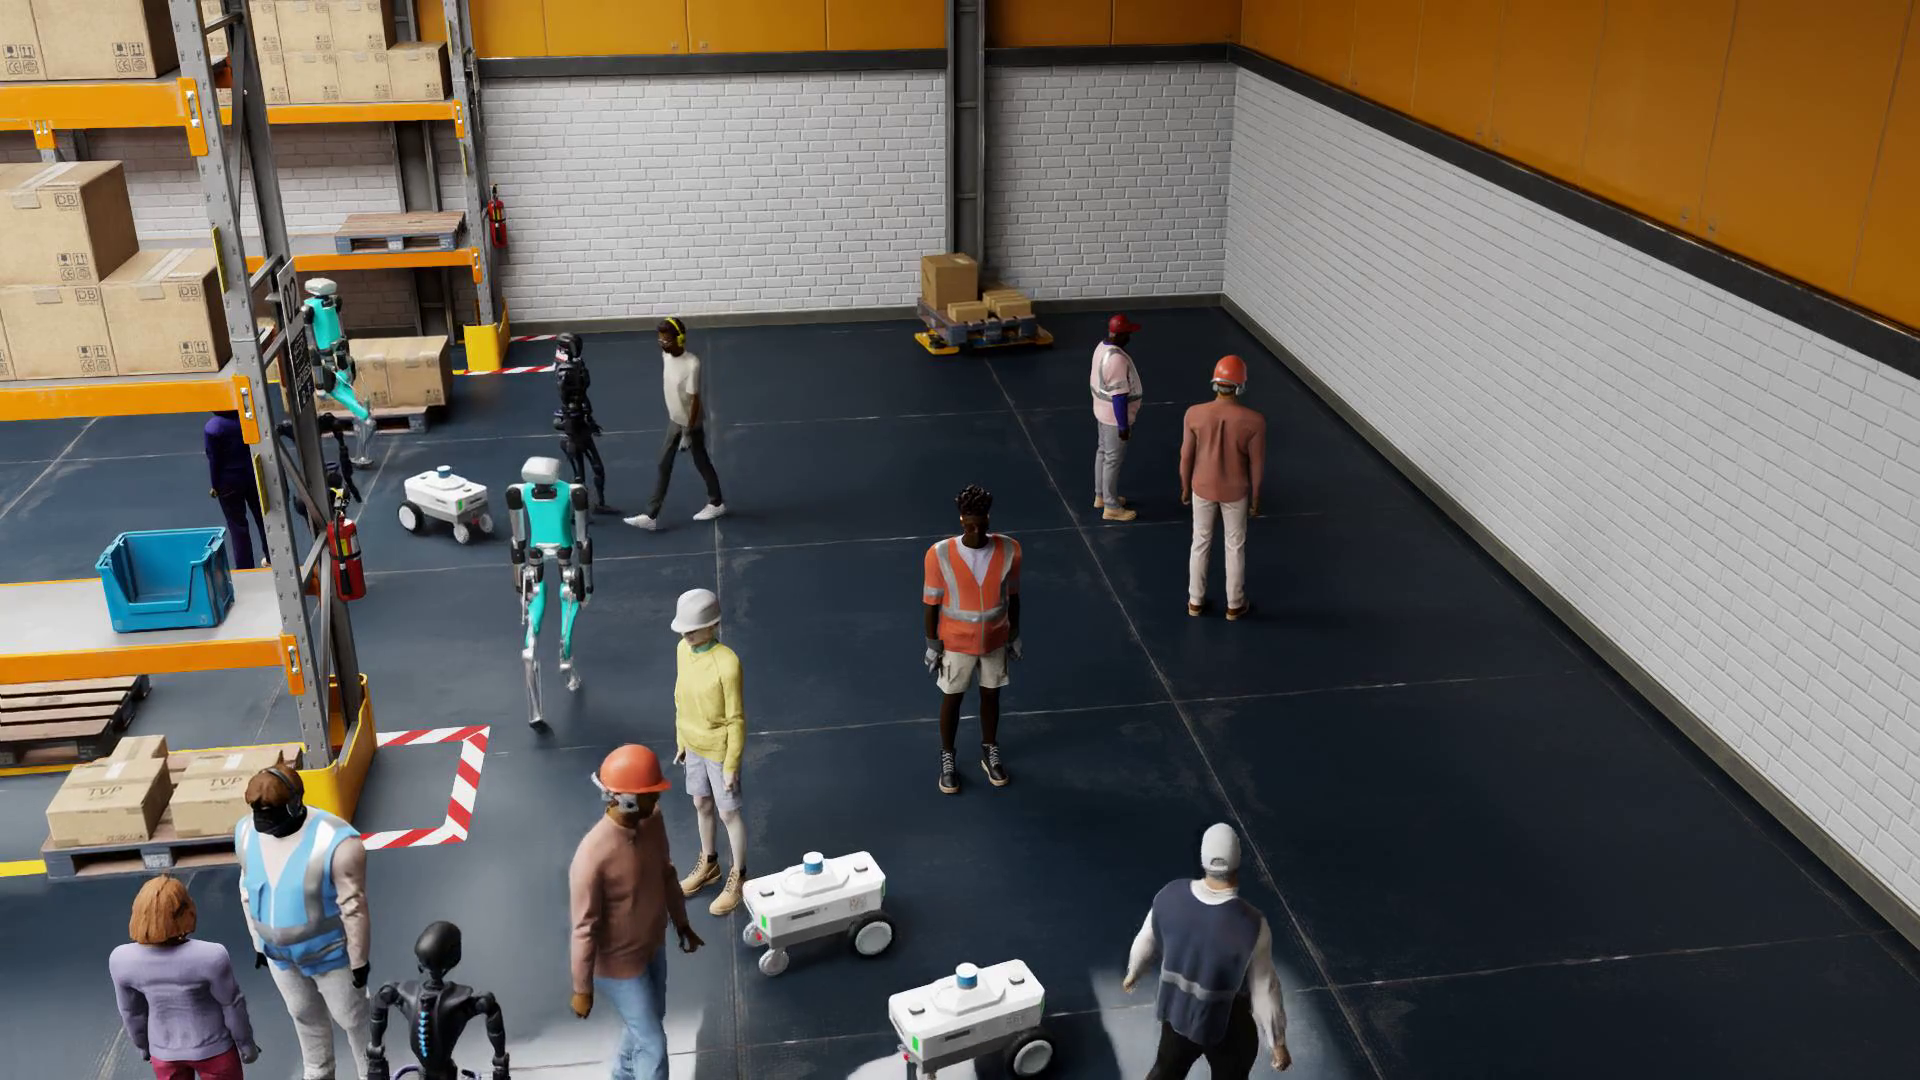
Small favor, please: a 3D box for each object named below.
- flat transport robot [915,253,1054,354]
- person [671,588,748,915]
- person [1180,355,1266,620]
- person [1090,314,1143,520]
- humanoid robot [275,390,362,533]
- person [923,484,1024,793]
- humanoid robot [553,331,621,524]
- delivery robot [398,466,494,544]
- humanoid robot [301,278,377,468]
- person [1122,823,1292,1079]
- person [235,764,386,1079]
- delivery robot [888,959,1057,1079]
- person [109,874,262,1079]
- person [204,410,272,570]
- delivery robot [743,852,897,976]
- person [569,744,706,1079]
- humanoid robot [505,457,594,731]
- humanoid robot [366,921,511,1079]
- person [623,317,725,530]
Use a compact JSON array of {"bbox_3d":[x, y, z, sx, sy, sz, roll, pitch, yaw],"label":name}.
[{"bbox_3d":[0.268,-2.313,18.666,1.431,0.231,0.659,-8,25,-17],"label":"flat transport robot"},{"bbox_3d":[-1.329,1.104,8.870,0.472,1.890,0.385,18,29,35],"label":"person"},{"bbox_3d":[1.902,-0.375,12.107,0.610,1.994,0.392,8,25,17],"label":"person"},{"bbox_3d":[1.310,-1.036,13.909,0.420,1.752,0.621,-4,24,-8],"label":"person"},{"bbox_3d":[-4.832,-0.383,12.529,0.600,1.654,0.368,-17,29,-34],"label":"humanoid robot"},{"bbox_3d":[0.086,0.587,9.949,0.613,1.963,0.361,-6,24,-14],"label":"person"},{"bbox_3d":[-3.129,-0.924,13.738,0.379,1.648,0.612,2,24,5],"label":"humanoid robot"},{"bbox_3d":[-4.248,-0.324,13.771,0.791,0.589,0.499,15,28,30],"label":"delivery robot"},{"bbox_3d":[-5.413,-1.386,14.848,0.740,1.894,0.550,5,24,12],"label":"humanoid robot"},{"bbox_3d":[0.982,2.010,7.001,0.790,1.731,0.666,21,31,39],"label":"person"},{"bbox_3d":[-2.874,1.801,7.354,0.627,1.838,0.430,7,25,15],"label":"person"},{"bbox_3d":[0.064,2.275,7.881,0.785,0.614,0.507,-10,26,-22],"label":"delivery robot"},{"bbox_3d":[-3.177,2.102,6.906,0.498,1.634,0.280,0,24,-1],"label":"person"},{"bbox_3d":[-5.532,-0.457,12.749,0.336,1.623,0.460,15,28,30],"label":"person"},{"bbox_3d":[-0.757,1.905,8.689,0.772,0.586,0.499,-10,26,-22],"label":"delivery robot"},{"bbox_3d":[-1.346,1.799,7.215,0.741,1.943,0.662,8,25,18],"label":"person"},{"bbox_3d":[-2.663,0.407,10.717,0.533,1.787,1.040,0,24,-1],"label":"humanoid robot"},{"bbox_3d":[-2.072,2.236,6.593,0.617,1.617,0.739,1,24,2],"label":"humanoid robot"},{"bbox_3d":[-2.338,-0.931,13.587,0.976,1.812,0.528,-21,32,-40],"label":"person"}]
